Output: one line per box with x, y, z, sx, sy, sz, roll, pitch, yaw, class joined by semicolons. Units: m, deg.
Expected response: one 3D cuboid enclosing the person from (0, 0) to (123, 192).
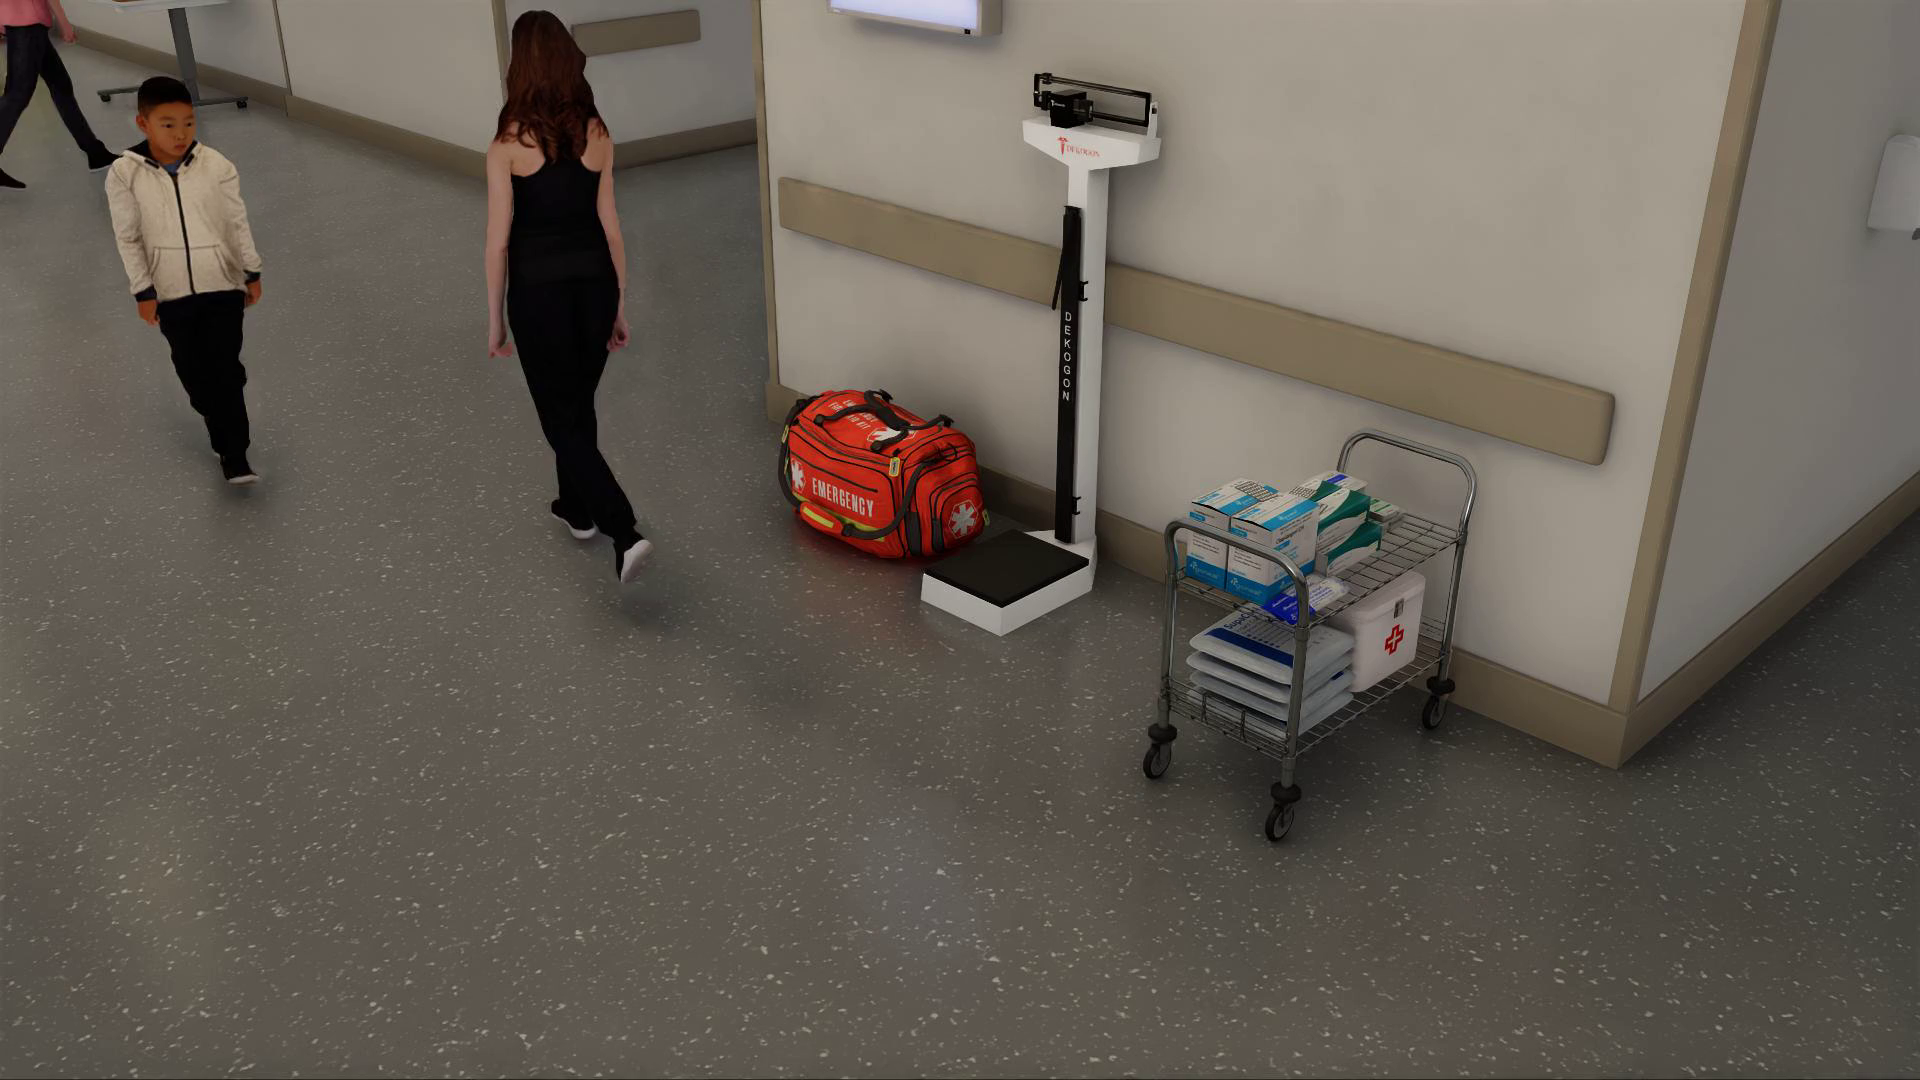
-5.442;-2.925;9.487;1.236;1.908;0.869;16;30;29;person

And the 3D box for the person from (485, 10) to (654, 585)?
-1.167;-0.674;5.040;0.721;1.716;1.132;-17;31;-32;person

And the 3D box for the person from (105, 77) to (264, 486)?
-2.725;-0.912;5.883;0.802;1.412;1.024;-13;28;-24;person
